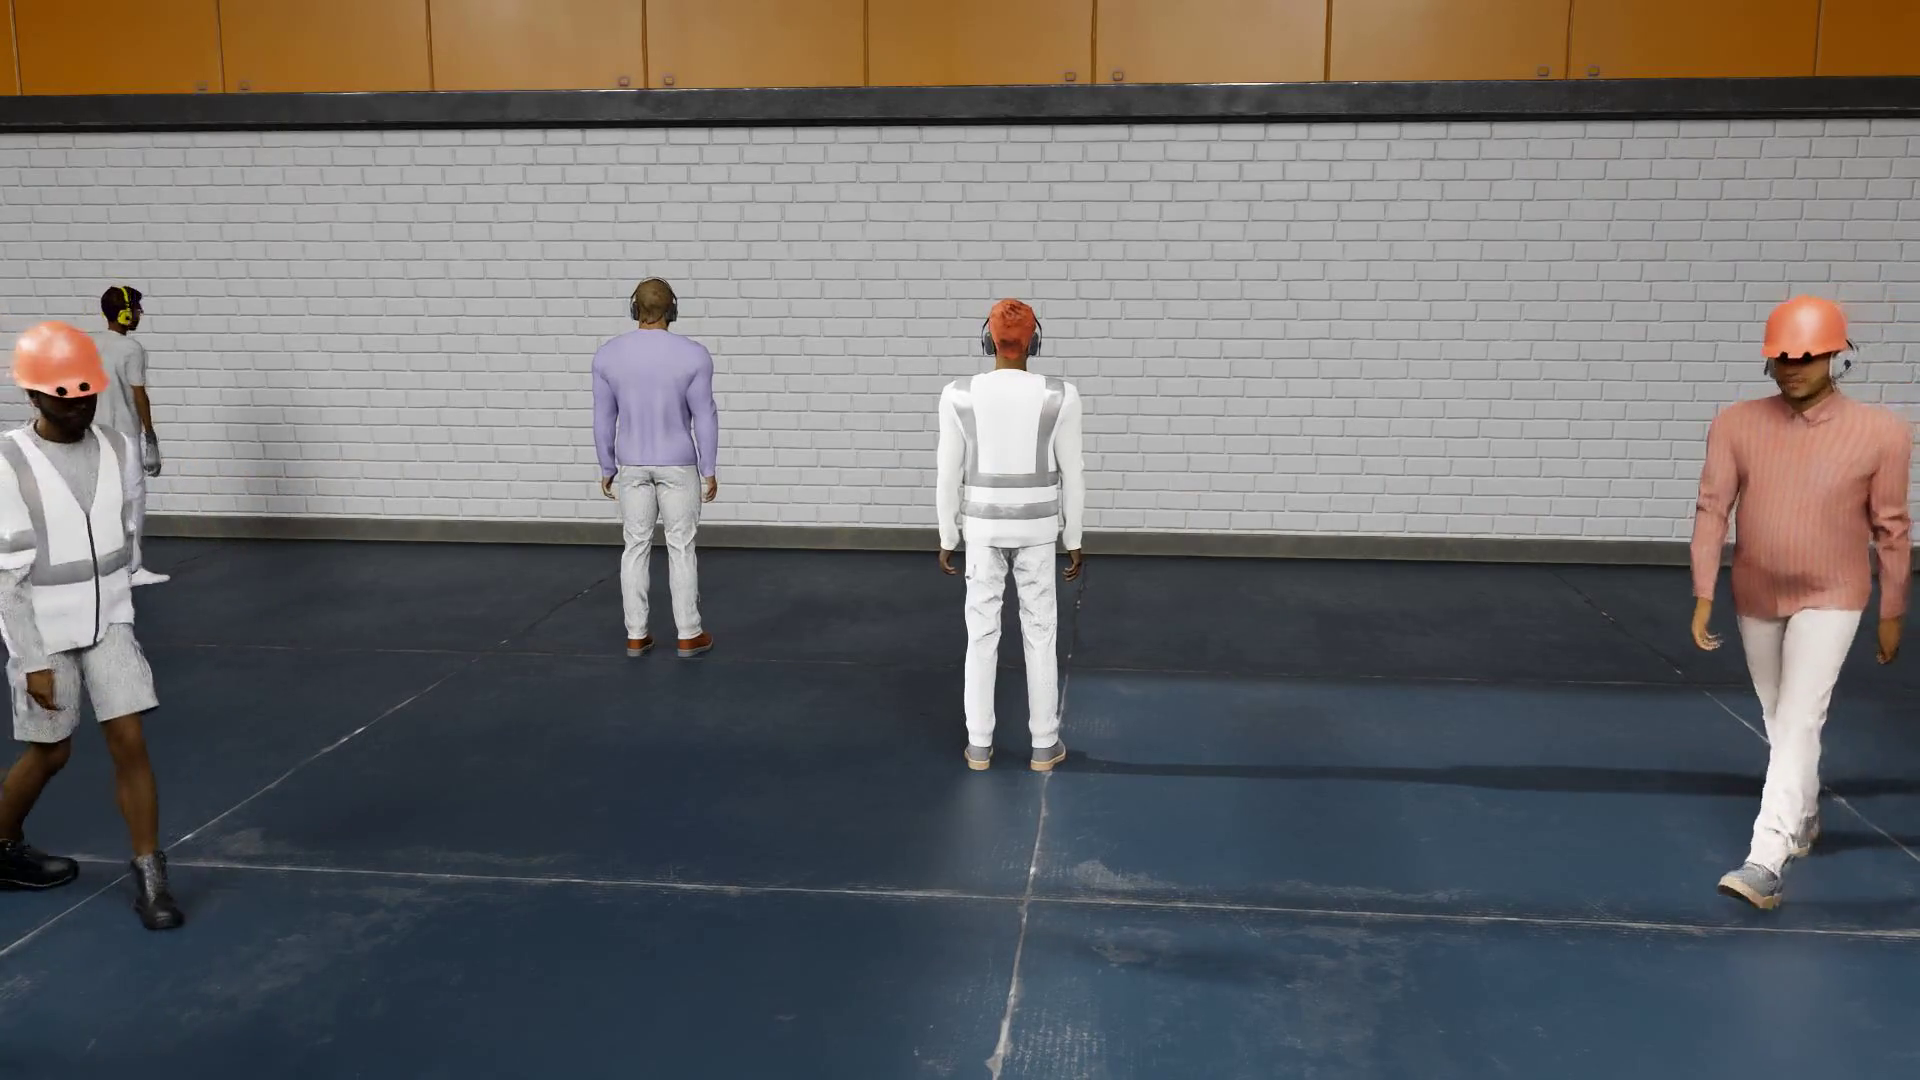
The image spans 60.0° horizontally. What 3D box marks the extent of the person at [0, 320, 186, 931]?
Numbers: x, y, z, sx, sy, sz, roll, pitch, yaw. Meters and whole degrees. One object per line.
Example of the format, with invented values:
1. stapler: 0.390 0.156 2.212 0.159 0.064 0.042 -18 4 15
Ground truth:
1. person: -2.792 0.257 5.137 0.829 1.884 0.553 6 11 29

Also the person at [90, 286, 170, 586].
1. person: -5.234 -0.631 10.328 0.591 1.843 0.411 4 11 21

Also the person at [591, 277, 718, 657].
1. person: -1.539 -0.363 8.484 0.638 1.937 0.356 1 10 6

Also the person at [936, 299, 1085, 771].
1. person: 0.203 -0.012 6.625 0.587 1.883 0.341 1 10 6

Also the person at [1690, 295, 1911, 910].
1. person: 2.700 0.179 5.404 1.056 1.923 0.610 -10 14 -43
